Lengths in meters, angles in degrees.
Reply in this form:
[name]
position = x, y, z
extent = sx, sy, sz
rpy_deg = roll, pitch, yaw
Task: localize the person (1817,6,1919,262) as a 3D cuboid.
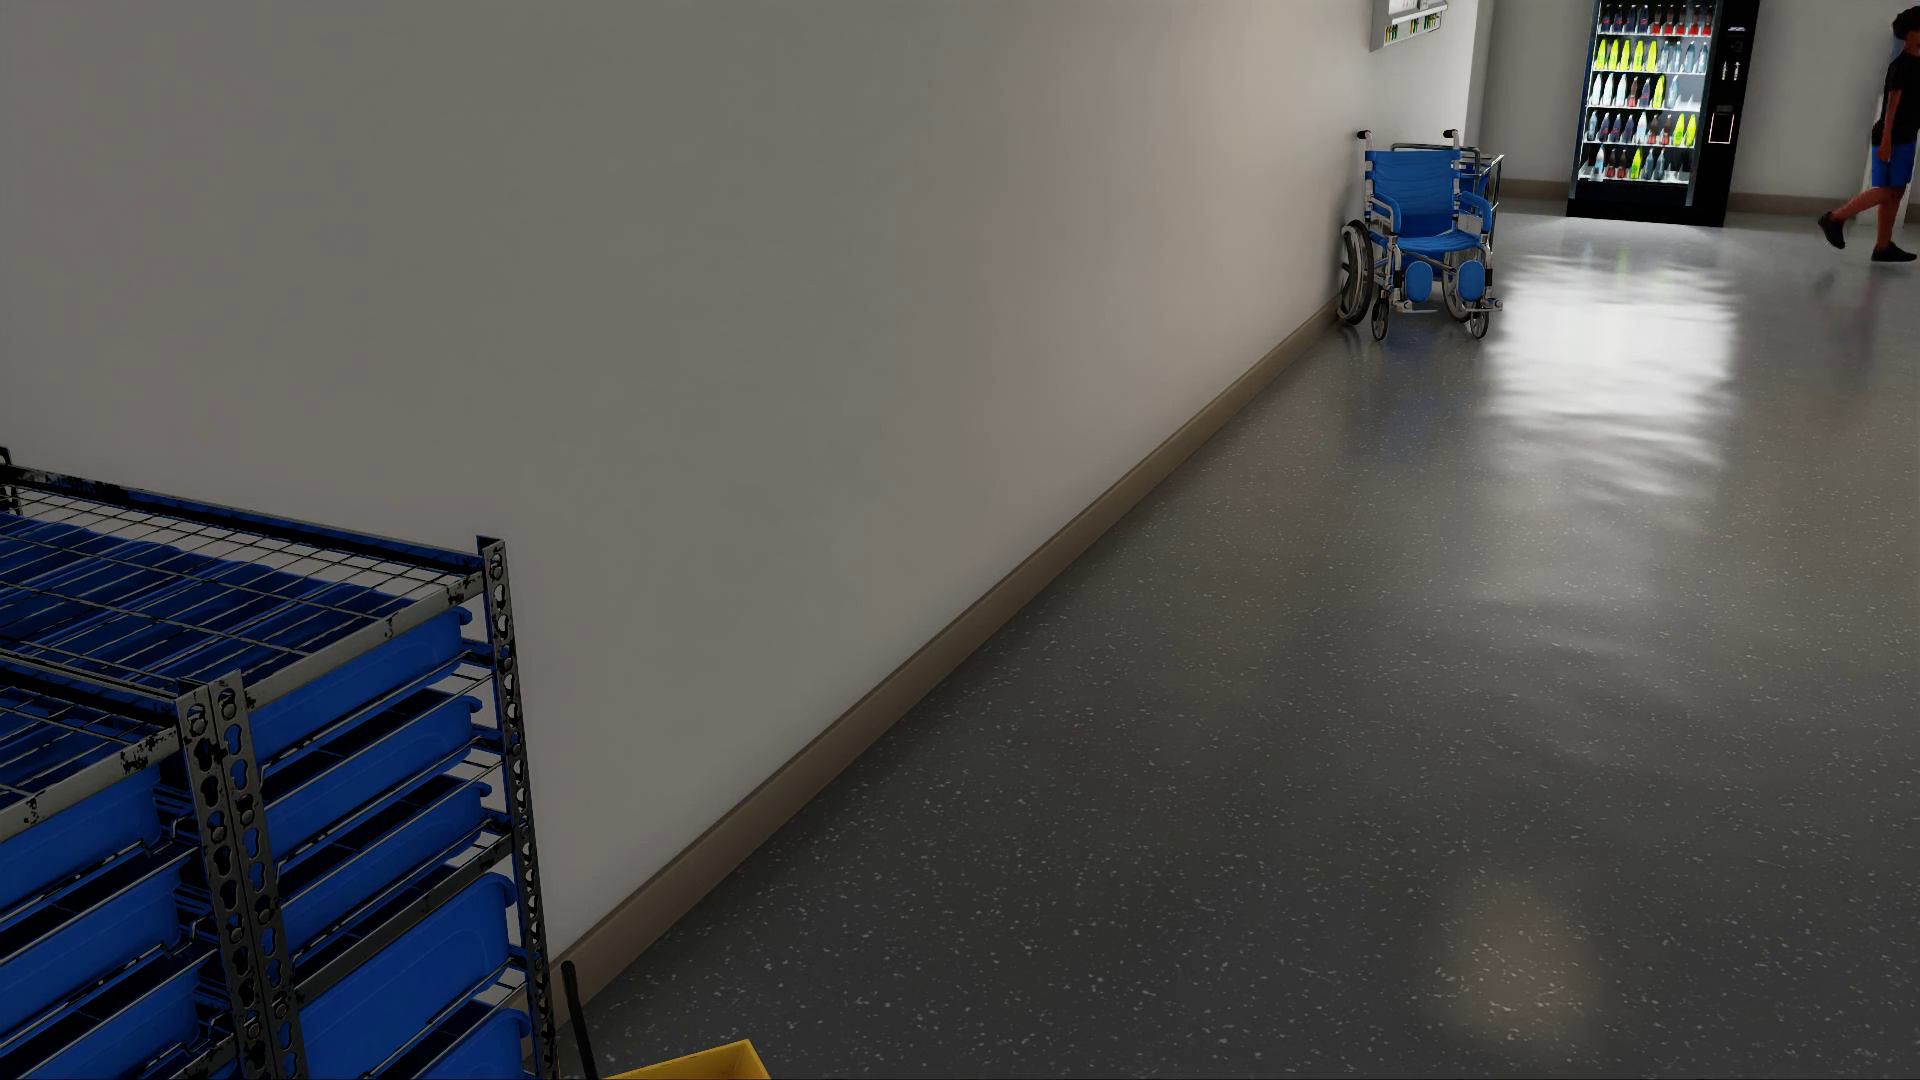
[person]
position = 6.615, -2.889, 11.911
extent = 0.989, 1.784, 0.774
rpy_deg = 18, 27, 39
